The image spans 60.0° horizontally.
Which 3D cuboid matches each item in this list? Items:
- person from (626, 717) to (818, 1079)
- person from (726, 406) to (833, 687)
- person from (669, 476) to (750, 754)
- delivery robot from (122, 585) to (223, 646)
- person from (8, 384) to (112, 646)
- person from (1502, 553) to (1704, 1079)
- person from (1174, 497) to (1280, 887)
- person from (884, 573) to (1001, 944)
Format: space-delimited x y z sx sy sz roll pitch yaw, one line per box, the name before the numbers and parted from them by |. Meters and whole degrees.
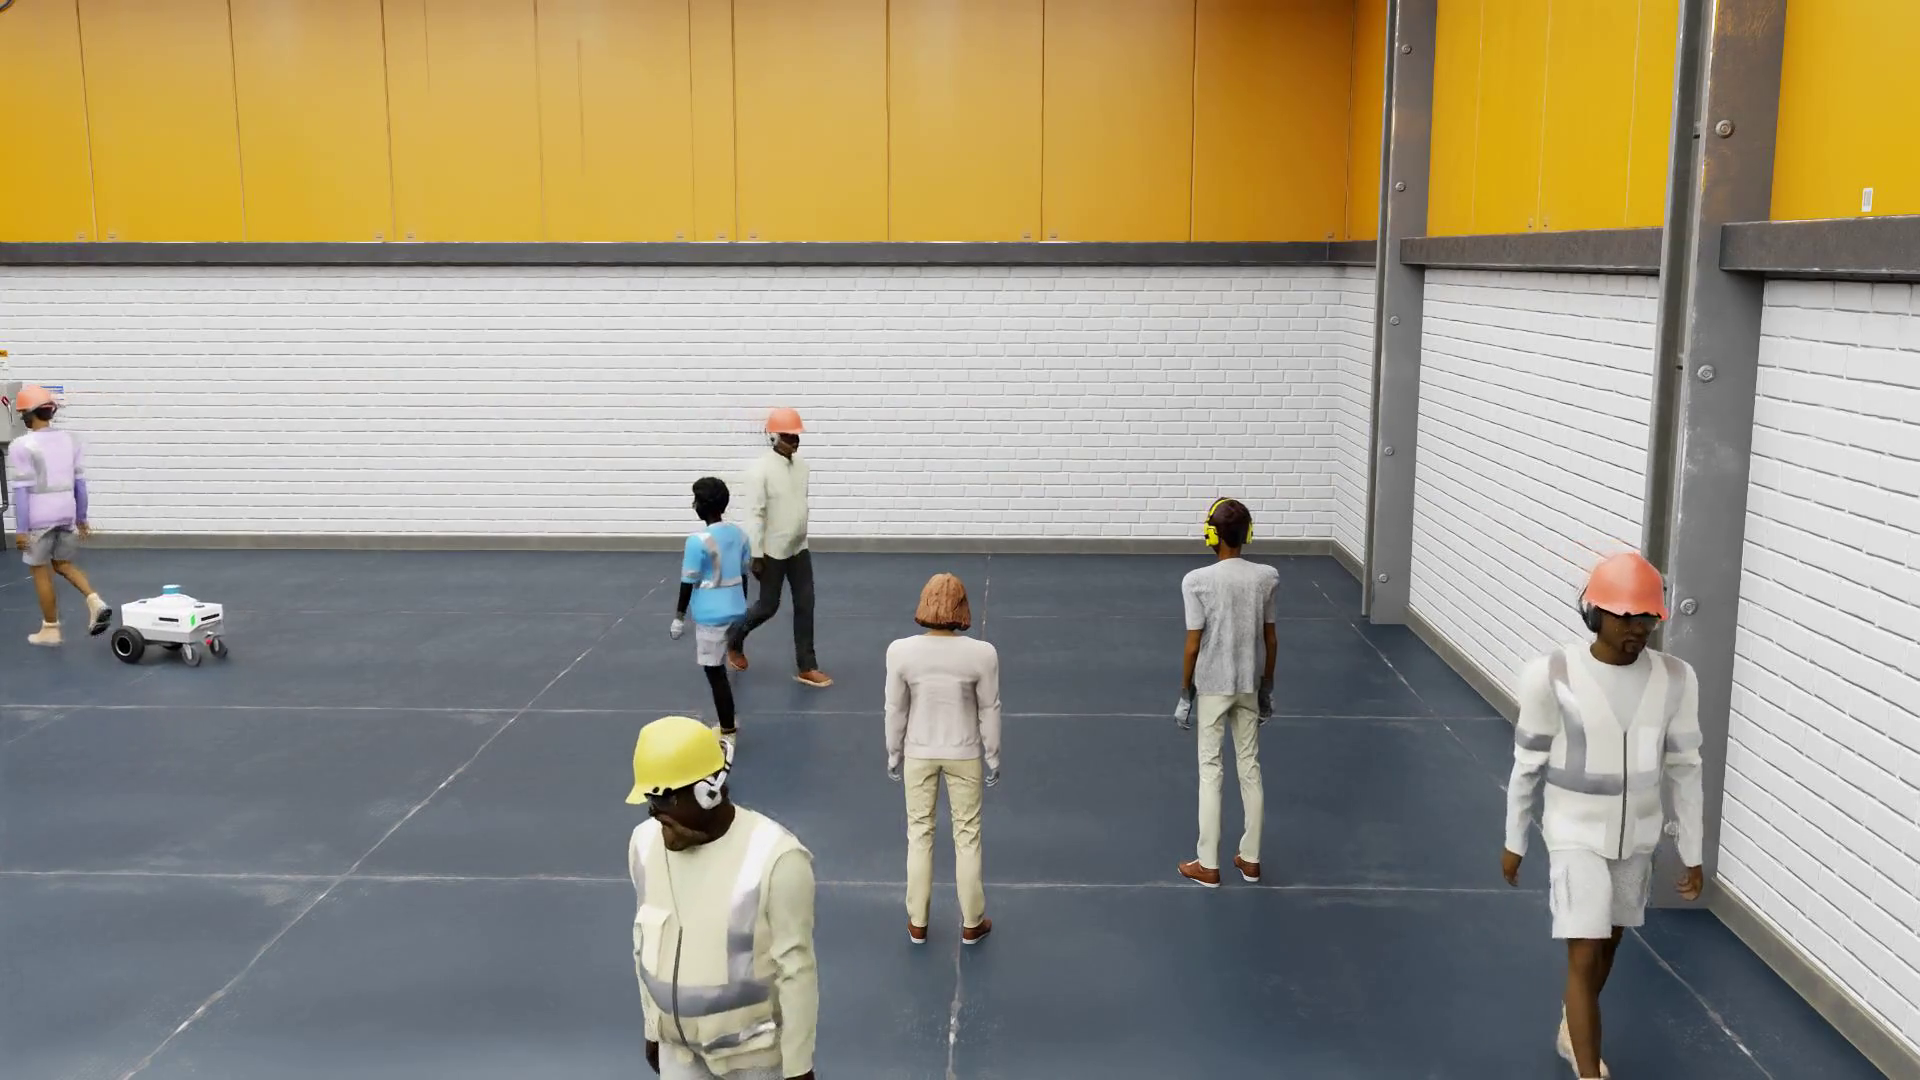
person | -0.609 1.329 4.641 0.604 1.788 0.723 5 11 26
person | -1.306 0.035 11.681 0.864 1.968 0.622 7 12 36
person | -1.509 0.456 10.017 0.447 1.682 0.540 4 11 23
delivery robot | -5.836 0.577 12.330 0.707 0.478 0.477 3 10 18
person | -6.924 -0.173 12.710 0.579 2.029 0.608 3 10 17
person | 2.251 1.037 5.717 0.633 1.994 0.949 -1 10 -3
person | 1.268 0.723 7.920 0.509 1.868 0.328 -3 10 -17
person | -0.073 0.953 7.249 0.507 1.632 0.267 1 10 6
